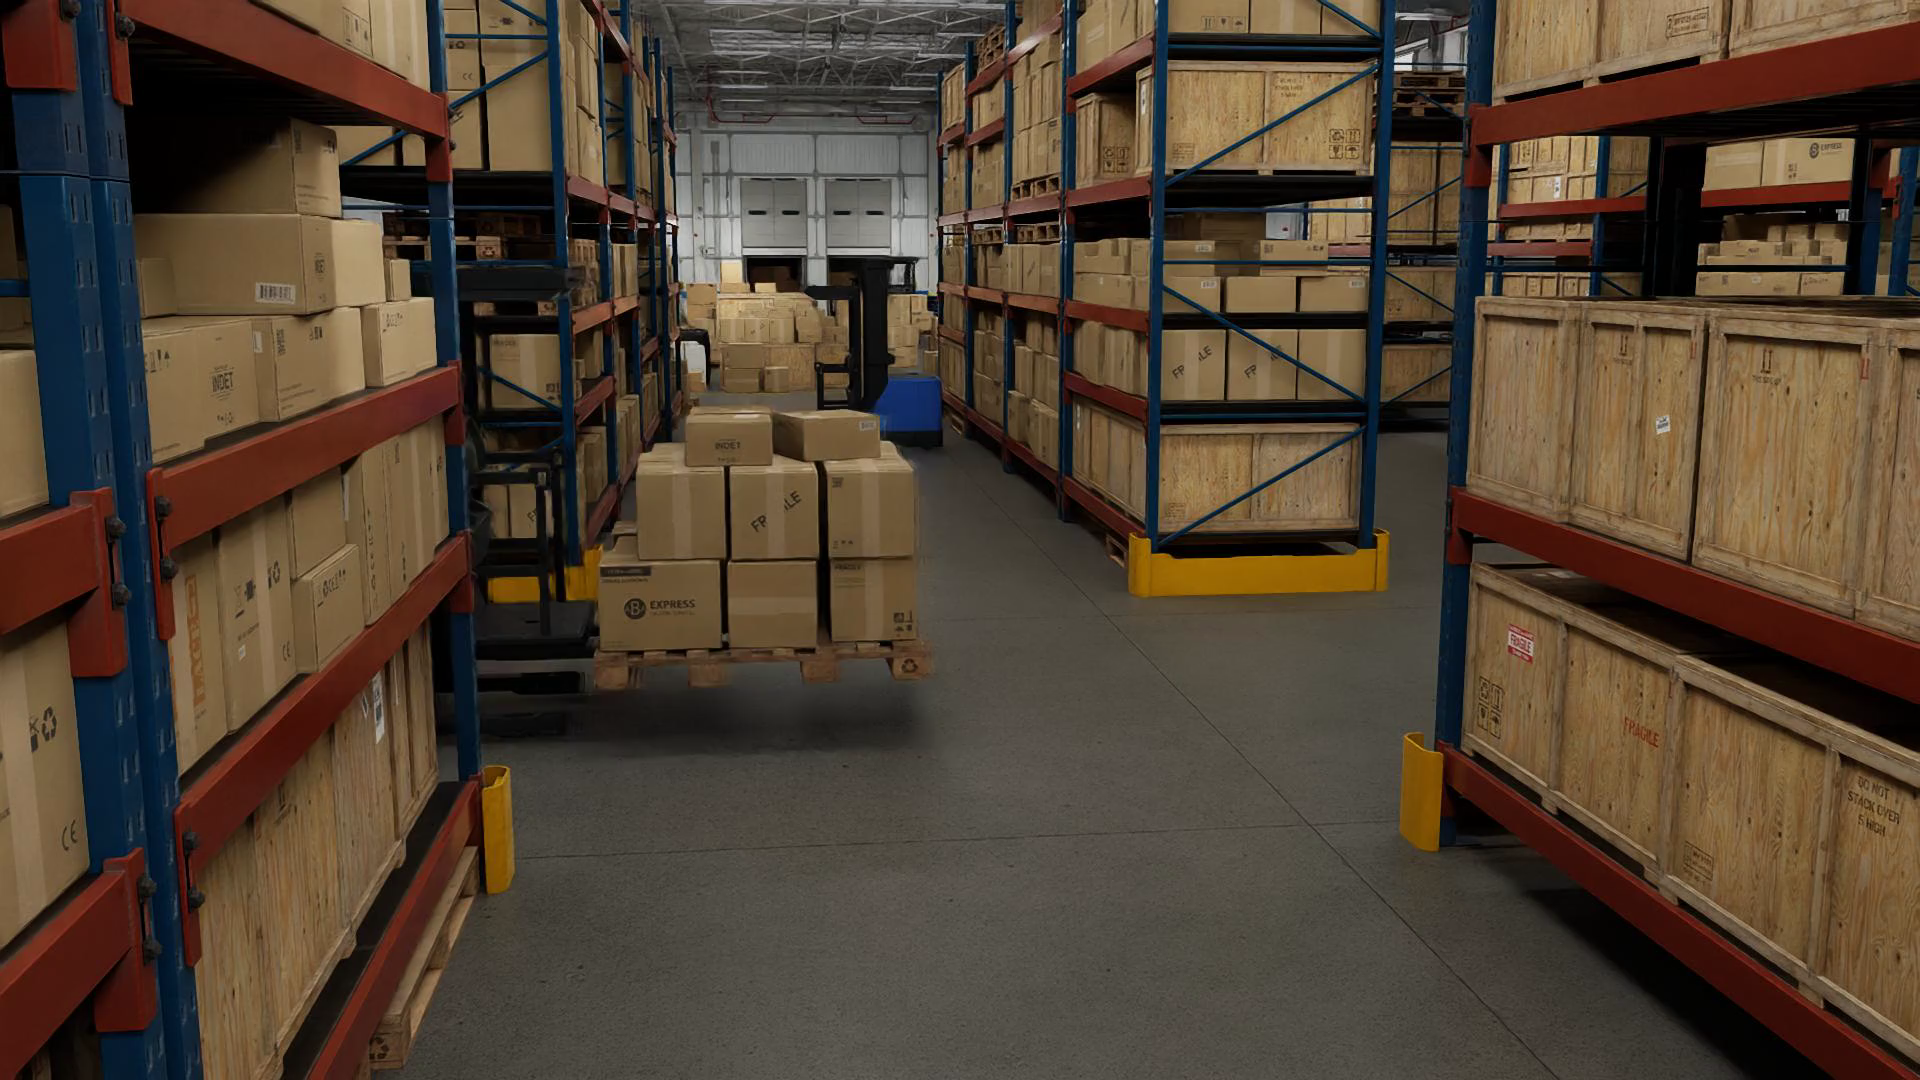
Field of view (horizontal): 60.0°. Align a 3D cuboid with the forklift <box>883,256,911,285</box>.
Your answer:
[{"bbox_3d":[-2.062,-7.792,53.930,1.129,2.768,1.873,-2,10,-13],"label":"forklift"}]

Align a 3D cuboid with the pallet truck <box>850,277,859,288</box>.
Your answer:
[{"bbox_3d":[-3.782,-9.391,65.808,1.885,1.965,0.823,2,10,10],"label":"pallet truck"}]

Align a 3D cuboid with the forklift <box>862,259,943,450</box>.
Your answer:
[{"bbox_3d":[-1.232,-2.764,24.659,1.873,2.768,1.129,-1,10,-7],"label":"forklift"}]

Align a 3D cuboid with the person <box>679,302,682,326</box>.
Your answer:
[{"bbox_3d":[-9.229,-7.206,53.402,1.014,1.884,0.635,0,10,-2],"label":"person"}]

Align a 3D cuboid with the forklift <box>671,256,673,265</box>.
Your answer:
[{"bbox_3d":[-10.987,-9.066,61.344,1.129,2.768,1.873,-1,10,-7],"label":"forklift"}]

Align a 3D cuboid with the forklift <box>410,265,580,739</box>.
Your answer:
[{"bbox_3d":[-3.354,-0.258,10.066,1.873,2.768,1.129,-1,10,-8],"label":"forklift"}]

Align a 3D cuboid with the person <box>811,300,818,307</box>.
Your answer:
[{"bbox_3d":[-4.060,-5.888,46.510,0.439,1.625,0.520,3,10,15],"label":"person"}]
